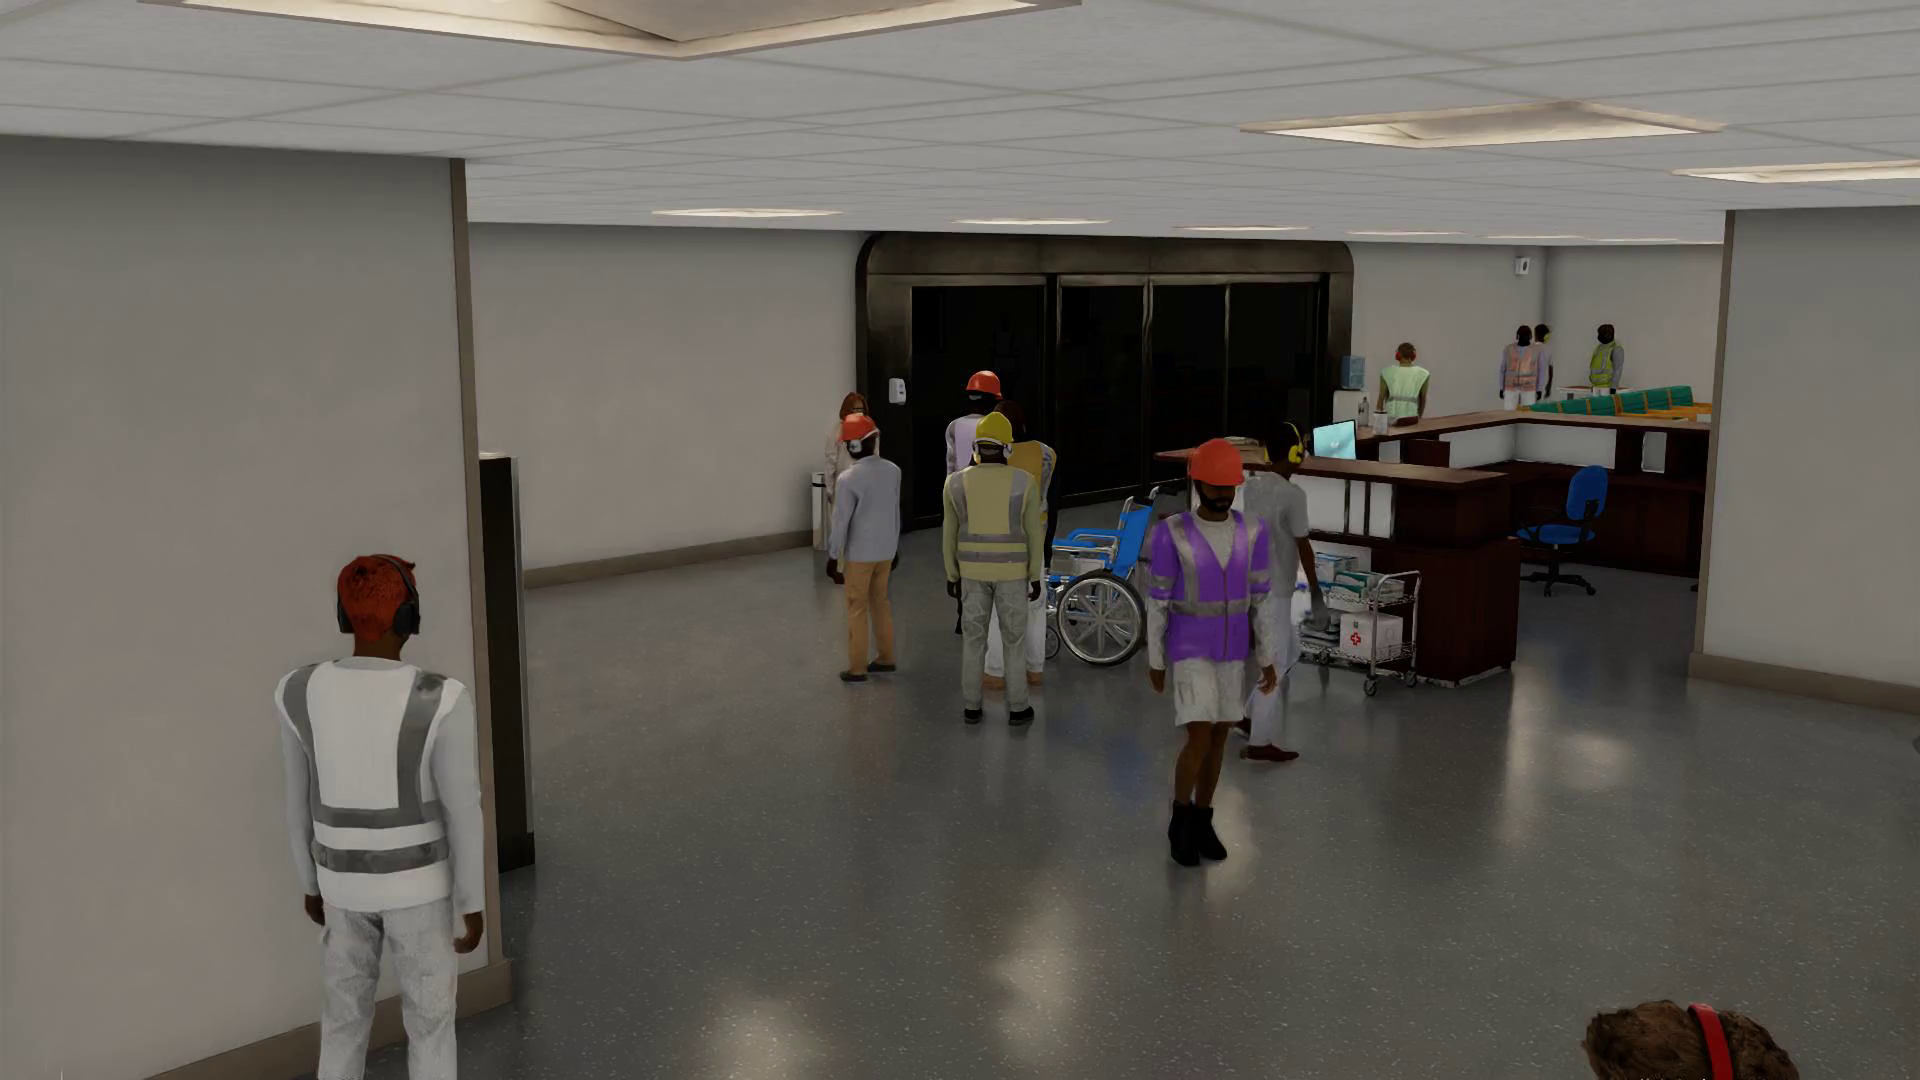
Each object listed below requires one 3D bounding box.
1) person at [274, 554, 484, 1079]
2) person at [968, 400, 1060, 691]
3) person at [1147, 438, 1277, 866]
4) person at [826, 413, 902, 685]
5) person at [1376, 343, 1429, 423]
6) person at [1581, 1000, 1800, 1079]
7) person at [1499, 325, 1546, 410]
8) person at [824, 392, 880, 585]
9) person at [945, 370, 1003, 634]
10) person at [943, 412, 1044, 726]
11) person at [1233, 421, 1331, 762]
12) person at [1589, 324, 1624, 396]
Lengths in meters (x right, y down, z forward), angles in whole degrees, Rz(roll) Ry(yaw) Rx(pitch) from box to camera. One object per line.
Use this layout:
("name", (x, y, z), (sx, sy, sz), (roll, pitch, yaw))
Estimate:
("person", (-1.603, 0.968, 4.667), (0.589, 1.881, 0.357), (1, 9, 7))
("person", (0.315, 0.036, 10.523), (0.621, 1.838, 0.429), (-4, 10, -22))
("person", (1.133, 0.505, 7.398), (0.546, 1.919, 0.514), (-3, 10, -20))
("person", (-0.610, 0.054, 10.673), (0.359, 1.742, 0.571), (7, 11, 36))
("person", (5.172, -1.408, 19.518), (0.602, 1.793, 0.848), (2, 9, 12))
("person", (0.884, 1.429, 1.975), (0.376, 1.836, 0.564), (2, 10, 14))
("person", (8.162, -2.200, 24.210), (0.634, 1.842, 0.429), (5, 11, 29))
("person", (-0.902, -0.434, 14.053), (0.504, 1.627, 0.285), (-4, 10, -24))
("person", (0.160, -0.258, 12.031), (0.542, 1.929, 0.369), (7, 12, 38))
("person", (0.198, 0.173, 9.680), (0.589, 1.834, 0.403), (2, 9, 11))
("person", (1.714, 0.293, 8.923), (0.429, 1.849, 0.543), (-2, 10, -15))
("person", (9.648, -2.313, 24.918), (0.430, 1.839, 0.619), (-1, 9, -9))
